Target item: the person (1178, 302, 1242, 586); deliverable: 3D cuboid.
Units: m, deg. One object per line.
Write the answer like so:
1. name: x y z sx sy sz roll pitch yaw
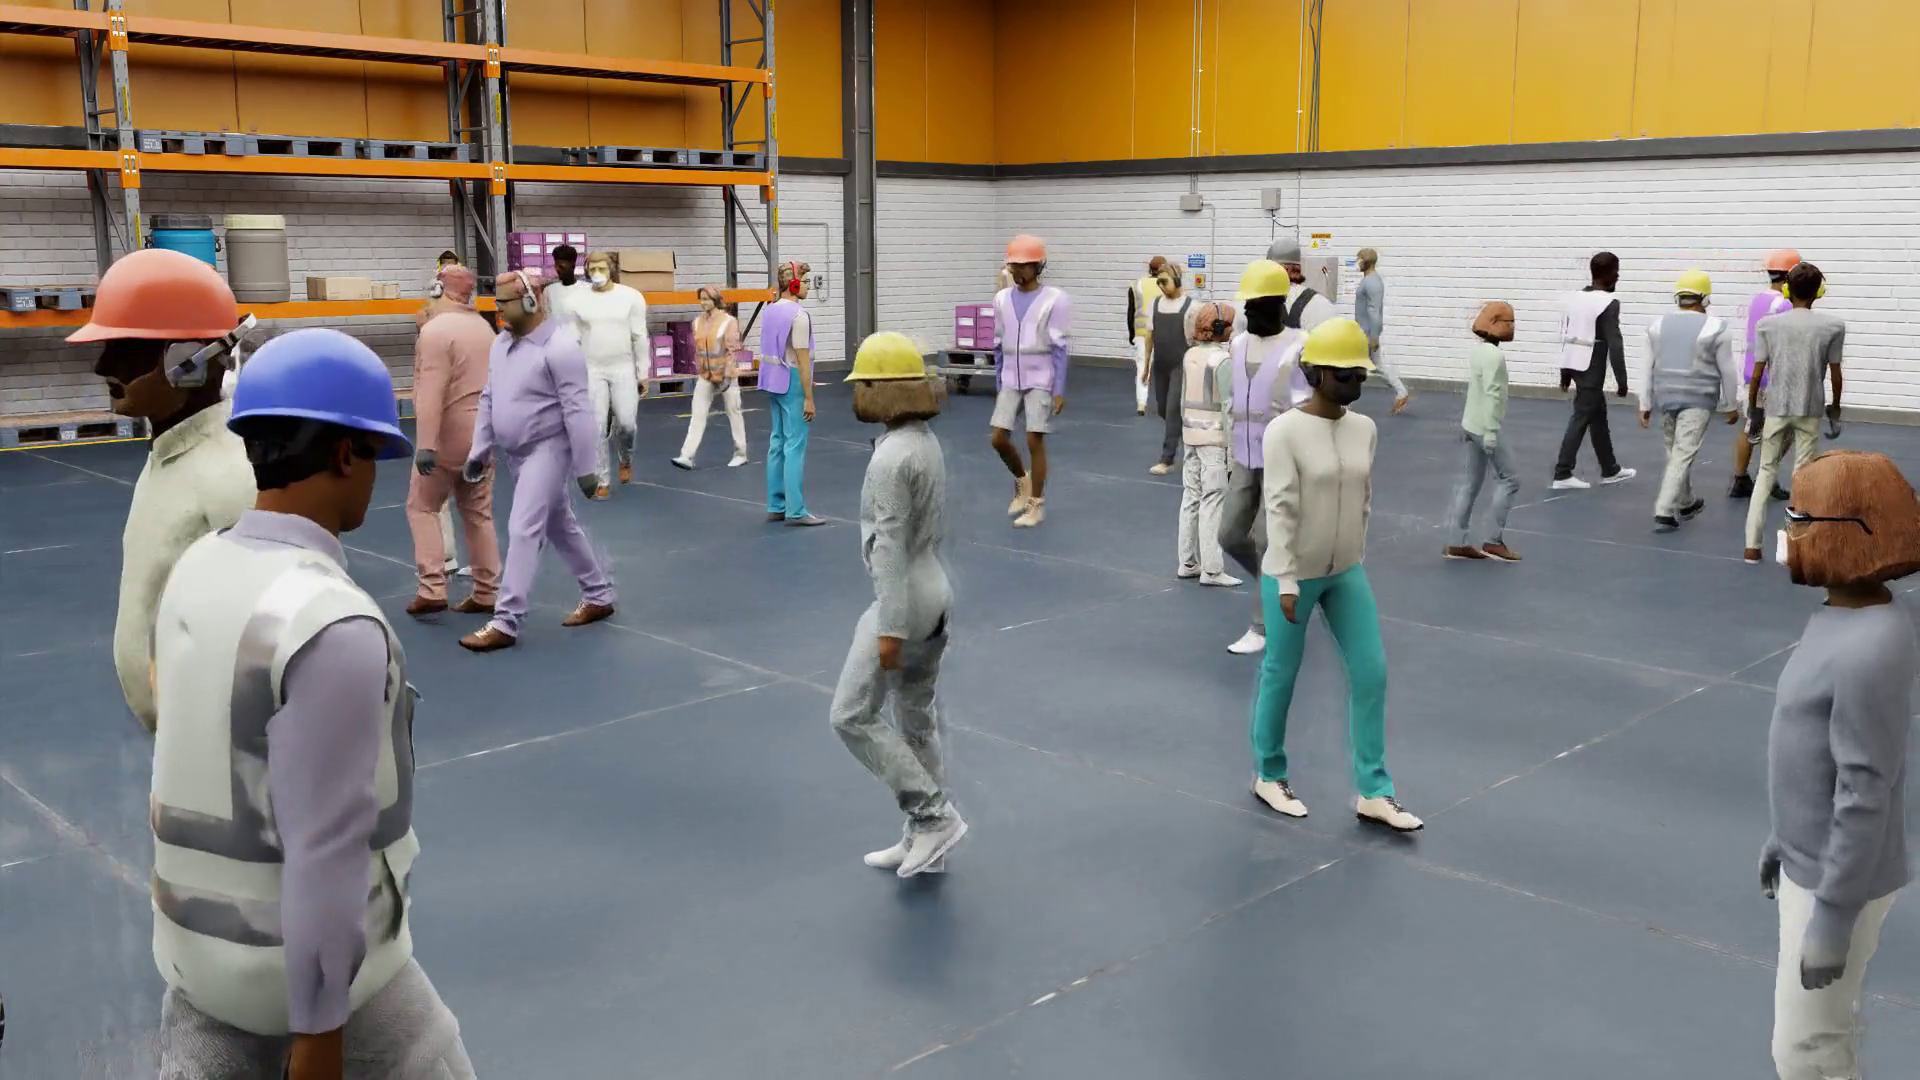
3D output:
1. person: 1.448 -0.553 9.652 0.308 1.639 0.524 -4 11 -22

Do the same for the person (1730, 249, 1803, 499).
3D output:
1. person: 6.213 -1.250 12.712 0.527 1.919 0.556 -2 11 -9

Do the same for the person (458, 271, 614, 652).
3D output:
1. person: -2.133 -0.415 8.339 0.970 1.850 0.623 -10 14 -42

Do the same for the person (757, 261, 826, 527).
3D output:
1. person: -1.202 -1.015 11.610 0.373 1.843 0.571 -7 12 -32

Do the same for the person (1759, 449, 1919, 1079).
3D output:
1. person: 1.619 0.643 3.170 0.315 1.633 0.520 4 11 23

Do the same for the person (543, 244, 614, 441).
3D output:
1. person: -3.534 -1.767 15.442 0.614 1.950 0.592 4 11 22

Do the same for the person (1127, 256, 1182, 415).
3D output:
1. person: 2.205 -2.322 18.909 0.637 1.801 0.979 2 11 12

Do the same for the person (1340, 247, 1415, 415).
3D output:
1. person: 4.629 -2.325 18.622 0.963 1.911 0.637 2 11 13

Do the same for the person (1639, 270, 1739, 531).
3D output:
1. person: 5.054 -0.966 11.531 0.947 1.784 0.595 -8 13 -38

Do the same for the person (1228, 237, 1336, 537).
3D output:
1. person: 2.048 -0.962 10.792 0.756 2.000 0.699 0 10 -2

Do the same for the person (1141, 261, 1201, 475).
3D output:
1. person: 1.868 -1.489 14.307 0.501 1.816 0.836 8 13 36

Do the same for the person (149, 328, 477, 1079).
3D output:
1. person: -1.027 0.618 2.622 0.596 1.883 0.965 9 13 39

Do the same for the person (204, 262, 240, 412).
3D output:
1. person: -4.136 -0.585 9.161 0.356 1.885 0.574 3 11 17

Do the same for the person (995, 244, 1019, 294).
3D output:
1. person: 0.826 -3.585 25.417 0.605 1.916 0.421 -2 11 -13

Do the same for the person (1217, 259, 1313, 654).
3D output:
1. person: 1.503 -0.396 8.072 0.465 1.911 0.585 -7 13 -35

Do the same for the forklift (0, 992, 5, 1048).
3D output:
1. forklift: -3.245 0.323 3.363 2.313 2.155 1.214 2 11 13

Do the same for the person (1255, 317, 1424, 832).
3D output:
1. person: 1.273 0.139 5.603 0.535 1.746 0.742 -5 12 -26

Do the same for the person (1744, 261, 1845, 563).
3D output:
1. person: 5.087 -0.756 10.152 0.524 1.867 0.381 6 12 31

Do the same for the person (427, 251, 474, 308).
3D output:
1. person: -5.474 -2.184 17.963 0.512 1.860 0.318 -2 11 -11

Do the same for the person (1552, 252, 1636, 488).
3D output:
1. person: 5.171 -1.345 13.307 0.904 1.881 0.616 -1 10 -8

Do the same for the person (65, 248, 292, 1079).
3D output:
1. person: -1.503 0.424 3.357 0.393 1.995 0.612 -8 13 -38

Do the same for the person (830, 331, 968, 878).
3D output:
1. person: -0.204 0.222 5.173 0.375 1.727 0.517 2 11 13

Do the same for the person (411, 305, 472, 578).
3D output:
1. person: -3.026 -0.573 9.809 0.581 1.608 0.531 -1 10 -3

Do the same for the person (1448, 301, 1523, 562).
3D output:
1. person: 3.322 -0.660 10.293 0.559 1.615 0.536 1 10 5

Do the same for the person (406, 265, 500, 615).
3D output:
1. person: -2.680 -0.514 8.860 0.461 1.868 0.739 4 11 20

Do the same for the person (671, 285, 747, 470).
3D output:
1. person: -2.138 -1.388 14.332 0.516 1.595 0.855 5 12 27

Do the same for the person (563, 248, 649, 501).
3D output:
1. person: -2.714 -1.275 12.816 0.644 1.922 0.554 -1 10 -7

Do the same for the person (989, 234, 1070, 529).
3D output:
1. person: 0.467 -1.083 11.499 0.609 2.031 0.435 6 12 30
